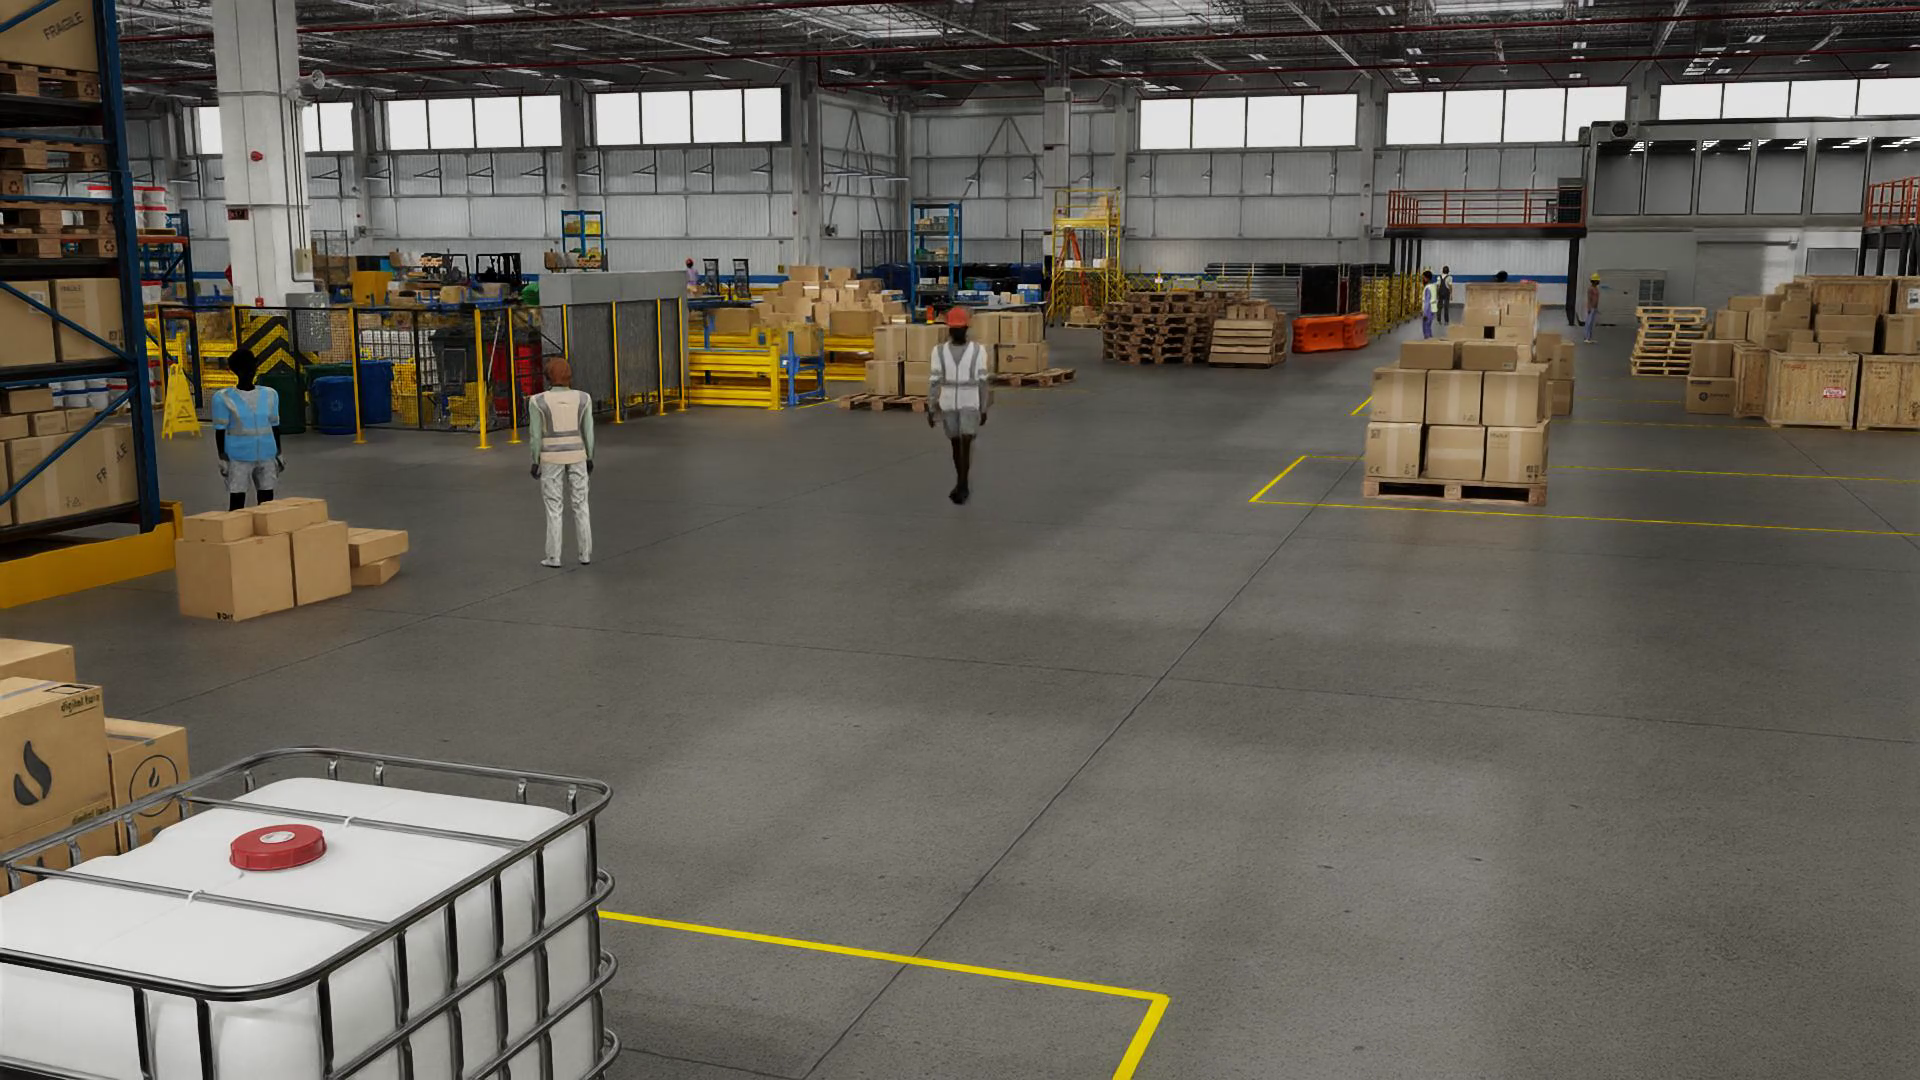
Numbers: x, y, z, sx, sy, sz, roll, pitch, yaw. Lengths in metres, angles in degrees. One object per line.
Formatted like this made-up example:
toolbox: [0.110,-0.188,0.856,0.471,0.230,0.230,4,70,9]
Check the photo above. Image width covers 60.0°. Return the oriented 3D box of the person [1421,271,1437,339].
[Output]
person: [10.751,-5.228,38.261,0.425,1.909,0.591,4,11,23]

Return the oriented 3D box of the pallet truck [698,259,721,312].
pallet truck: [-9.165,-9.627,62.776,0.823,1.965,1.885,4,11,23]

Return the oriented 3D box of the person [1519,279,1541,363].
person: [9.900,-3.581,28.949,0.611,1.917,0.554,-6,11,-29]

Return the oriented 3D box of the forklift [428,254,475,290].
forklift: [-20.133,-10.254,65.465,1.157,1.987,2.680,3,11,19]

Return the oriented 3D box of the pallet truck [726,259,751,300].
pallet truck: [-7.986,-9.493,62.019,0.823,1.965,1.885,3,11,17]

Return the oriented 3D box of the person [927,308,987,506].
person: [-0.037,-1.290,16.137,0.565,1.880,0.997,2,10,11]

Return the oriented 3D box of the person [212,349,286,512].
person: [-5.560,-0.645,13.038,0.316,1.695,0.542,10,14,43]

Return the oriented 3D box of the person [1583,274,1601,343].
person: [16.193,-5.915,42.522,0.320,1.767,0.534,9,13,41]

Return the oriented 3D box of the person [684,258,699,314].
person: [-9.299,-8.707,57.466,0.614,2.040,0.389,-8,13,-39]

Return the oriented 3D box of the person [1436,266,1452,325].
person: [15.220,-7.682,52.251,0.515,1.843,0.327,8,13,38]

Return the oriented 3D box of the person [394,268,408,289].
person: [-18.971,-8.492,56.789,0.983,1.857,0.650,3,11,18]

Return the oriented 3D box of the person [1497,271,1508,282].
person: [11.599,-4.811,35.774,0.478,1.949,0.650,-5,11,-25]

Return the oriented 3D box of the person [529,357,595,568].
person: [-3.087,-0.599,12.939,0.521,1.640,0.307,-6,12,-30]

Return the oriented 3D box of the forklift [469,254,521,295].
forklift: [-17.990,-10.121,64.684,1.157,1.987,2.680,3,11,17]
